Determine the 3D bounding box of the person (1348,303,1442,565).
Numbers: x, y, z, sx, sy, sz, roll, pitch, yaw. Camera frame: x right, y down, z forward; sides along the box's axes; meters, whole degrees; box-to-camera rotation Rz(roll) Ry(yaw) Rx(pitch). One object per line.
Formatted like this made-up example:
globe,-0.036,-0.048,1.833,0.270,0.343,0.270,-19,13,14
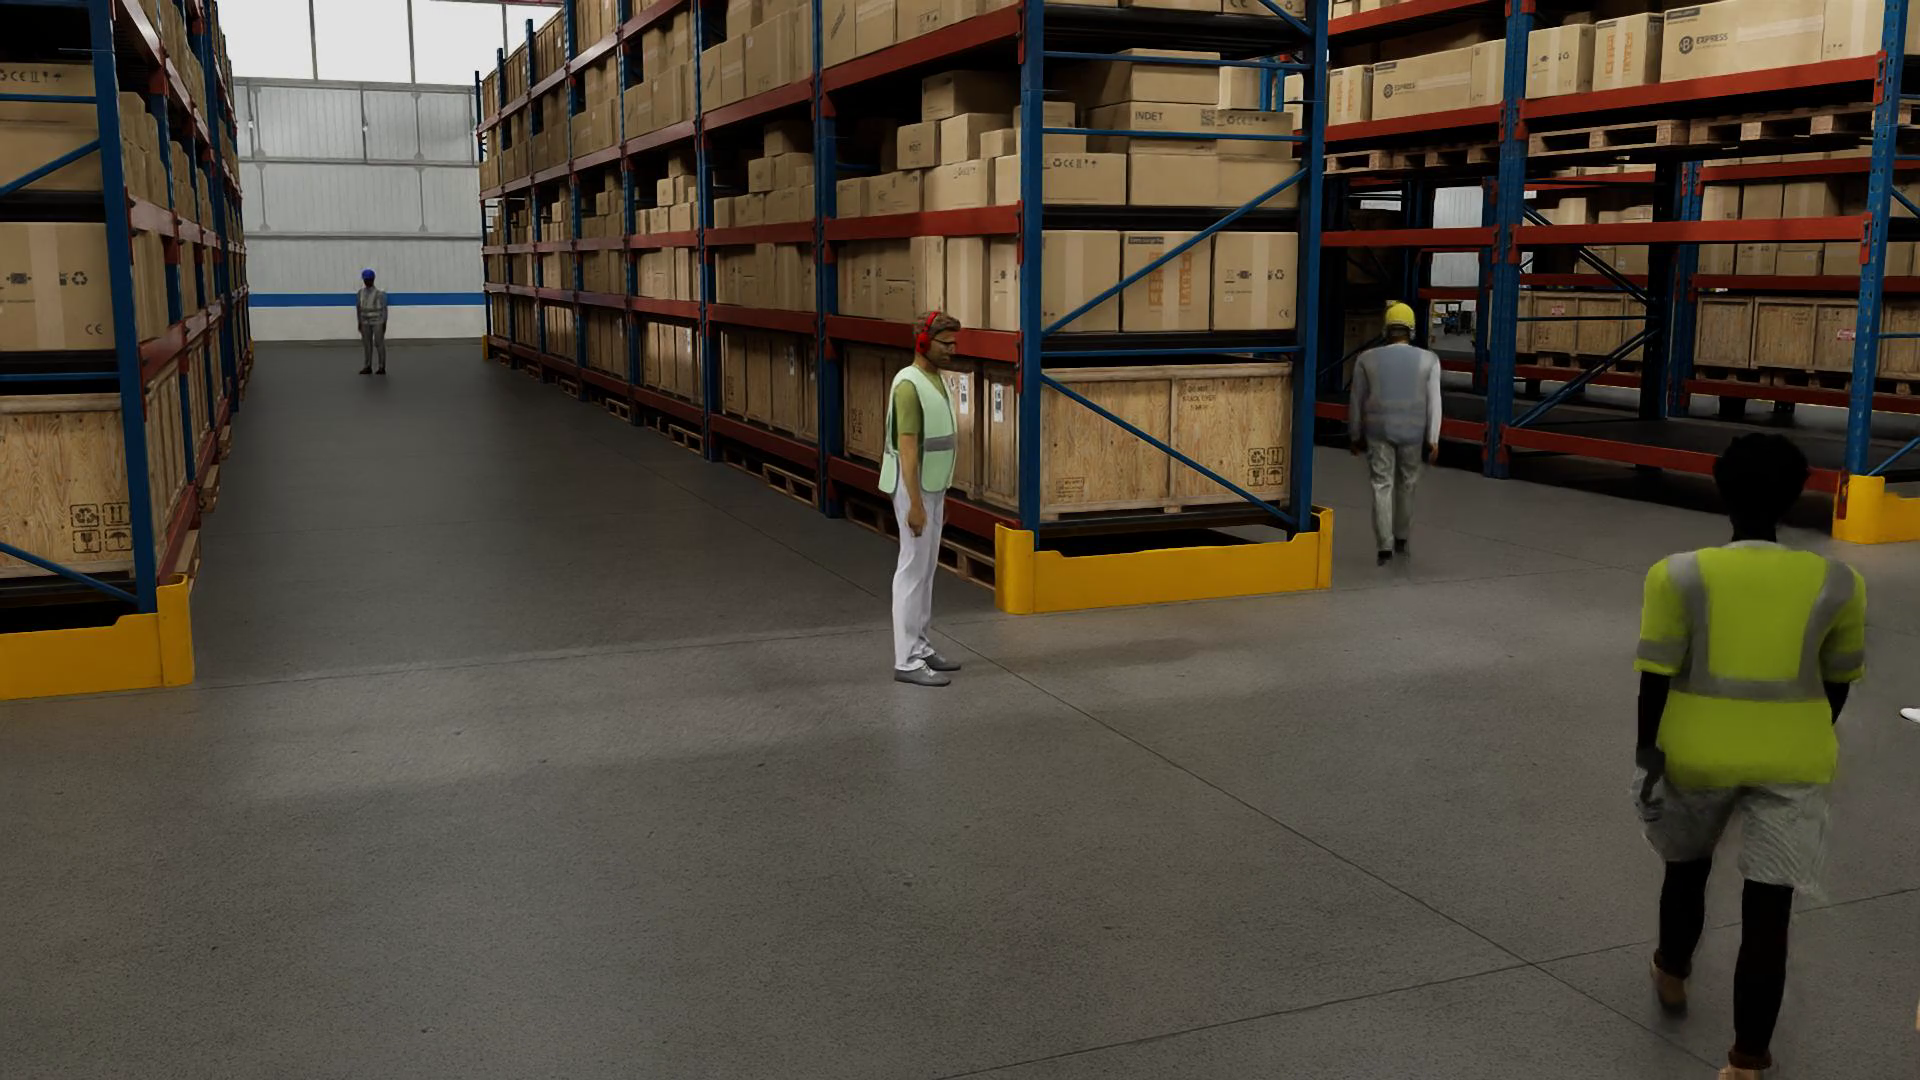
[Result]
person,3.028,-0.752,11.632,0.621,1.779,0.915,2,10,13

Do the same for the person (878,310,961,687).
person,-0.195,-0.212,8.250,0.393,1.838,0.563,2,10,13

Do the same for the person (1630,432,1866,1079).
person,1.977,0.553,4.221,0.532,1.639,0.859,4,10,21

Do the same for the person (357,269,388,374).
person,-10.930,-4.051,30.910,0.602,1.949,0.395,2,10,13

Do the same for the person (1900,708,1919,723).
person,4.540,-0.095,7.384,0.642,1.900,0.401,-4,10,-21
